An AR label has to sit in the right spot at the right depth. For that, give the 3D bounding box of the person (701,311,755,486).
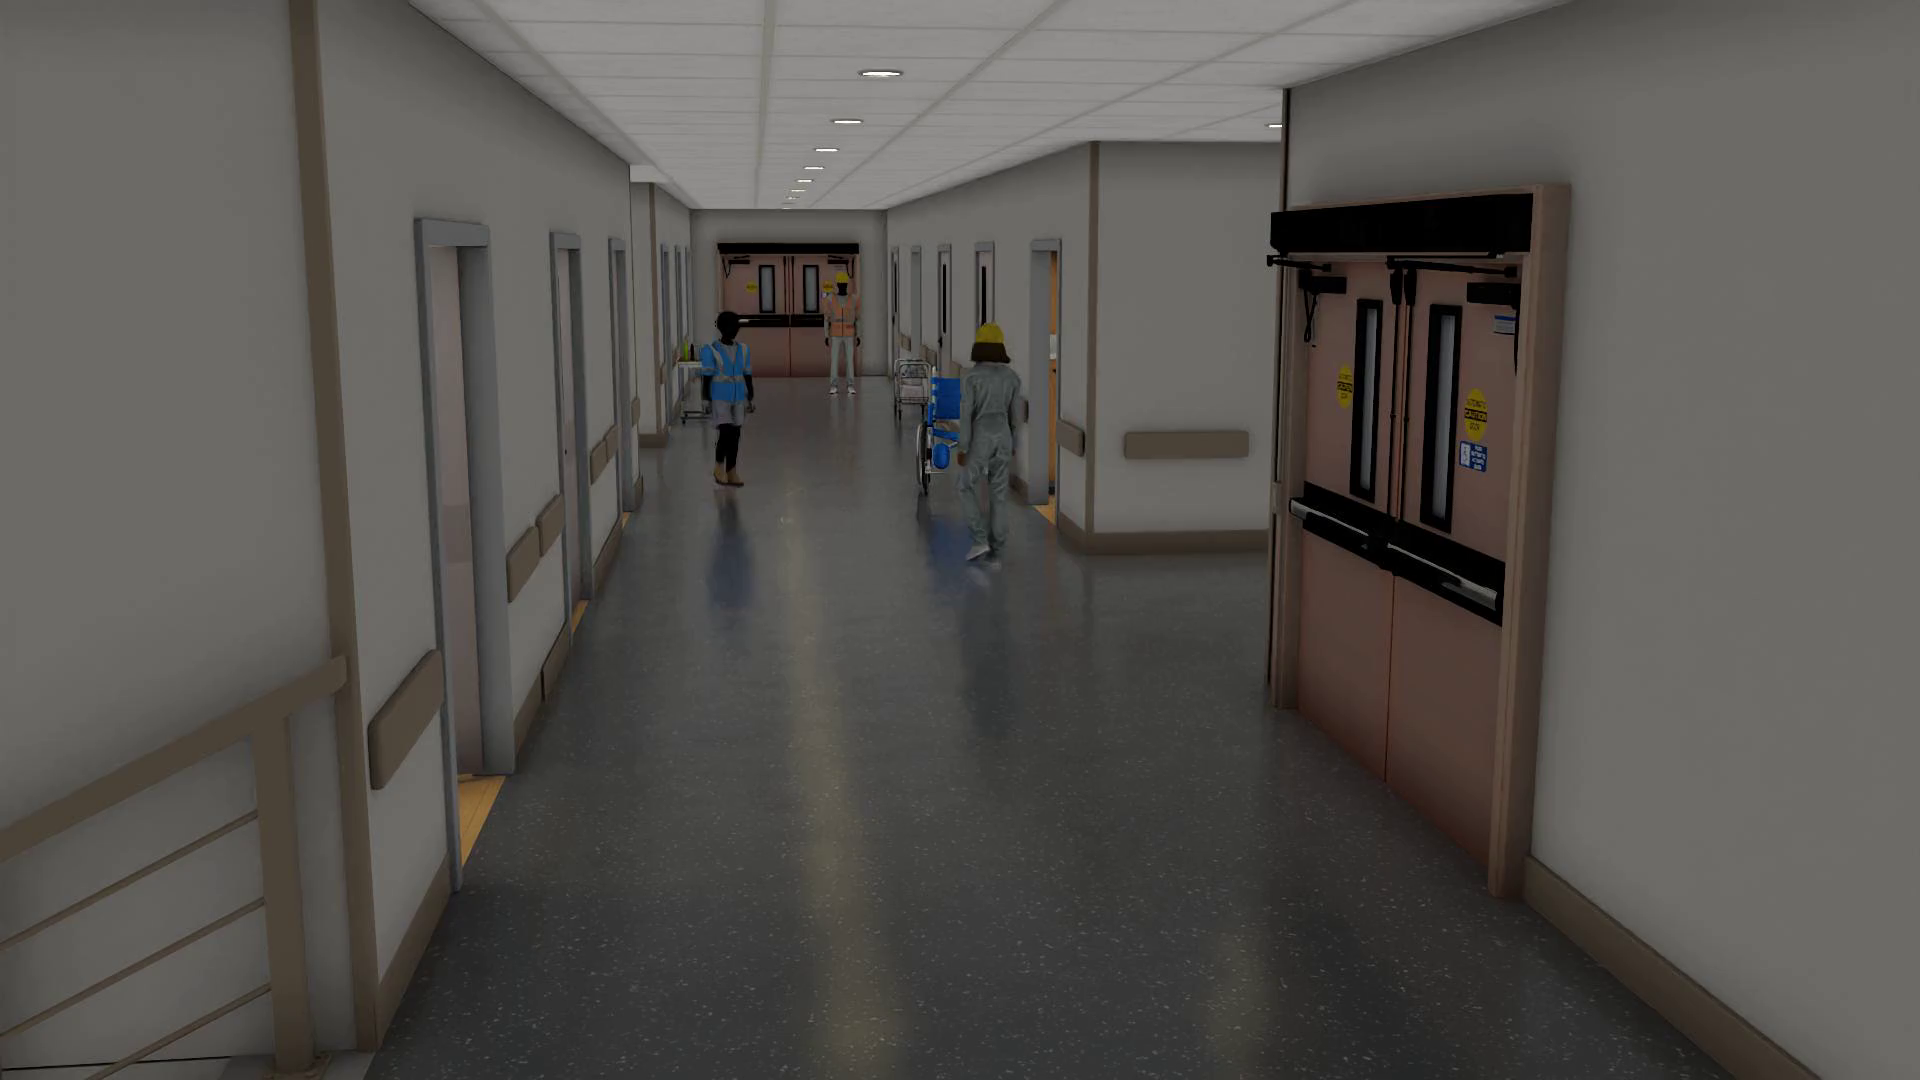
[{"bbox_3d":[-2.199,-1.339,15.856,0.548,1.681,0.381,-9,13,-41],"label":"person"}]

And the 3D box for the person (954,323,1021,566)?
[{"bbox_3d":[0.194,-0.675,11.848,0.518,1.728,0.365,-5,11,-27],"label":"person"}]

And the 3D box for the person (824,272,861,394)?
[{"bbox_3d":[-1.872,-3.289,26.506,0.589,1.930,0.360,-1,10,-7],"label":"person"}]
